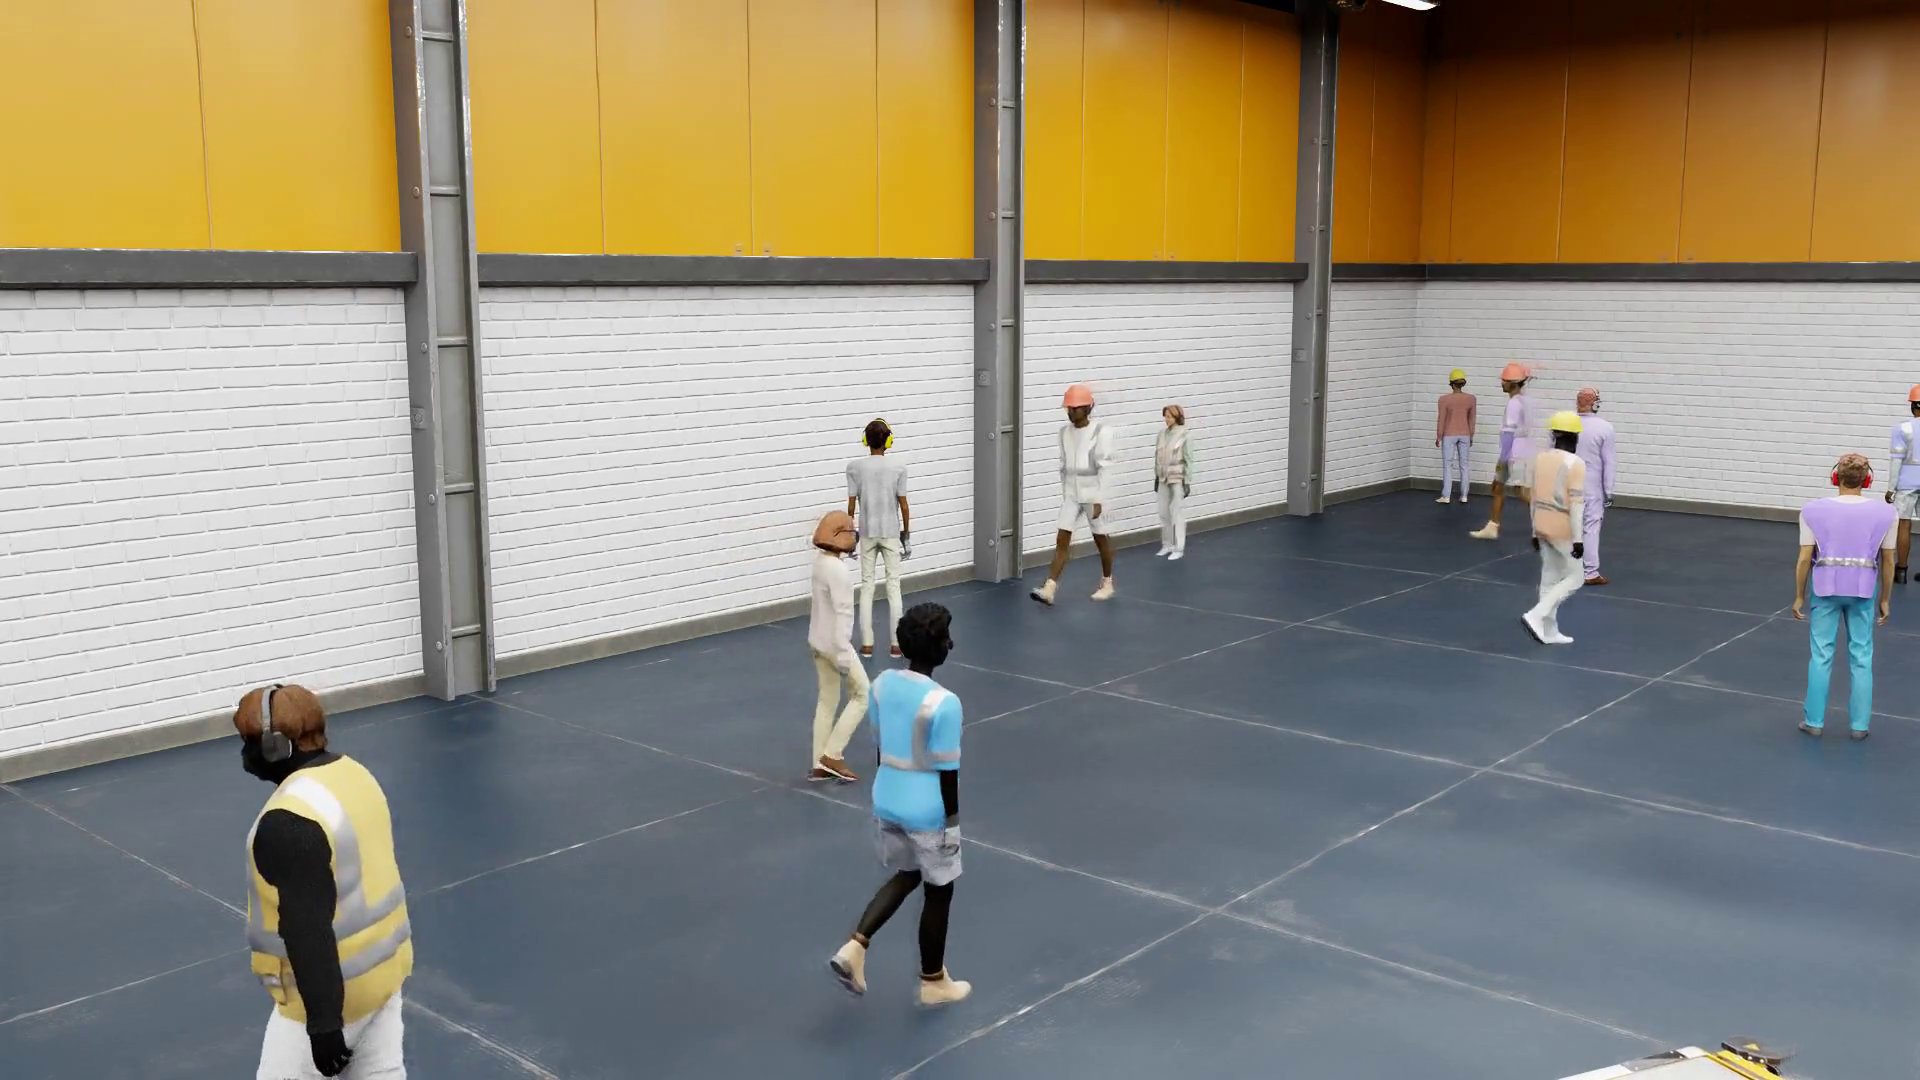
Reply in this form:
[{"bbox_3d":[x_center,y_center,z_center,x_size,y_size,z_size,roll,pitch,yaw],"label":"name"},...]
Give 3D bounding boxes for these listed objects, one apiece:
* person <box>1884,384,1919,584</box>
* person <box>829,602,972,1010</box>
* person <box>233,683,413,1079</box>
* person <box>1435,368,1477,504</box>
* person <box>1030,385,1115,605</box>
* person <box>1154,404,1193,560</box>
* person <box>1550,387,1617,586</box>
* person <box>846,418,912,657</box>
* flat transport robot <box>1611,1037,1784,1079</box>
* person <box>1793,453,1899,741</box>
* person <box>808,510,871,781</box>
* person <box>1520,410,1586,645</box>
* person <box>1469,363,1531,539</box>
[{"bbox_3d":[9.217,-0.538,16.057,0.547,1.938,0.379,1,9,4],"label":"person"},{"bbox_3d":[-0.215,1.084,6.647,0.512,1.683,0.541,-7,12,-39],"label":"person"},{"bbox_3d":[-1.919,1.315,4.870,0.739,1.802,0.666,0,9,1],"label":"person"},{"bbox_3d":[6.451,-1.347,21.666,0.525,1.772,0.309,-1,9,-8],"label":"person"},{"bbox_3d":[1.071,-0.389,14.967,0.633,1.986,1.049,7,12,38],"label":"person"},{"bbox_3d":[2.243,-0.610,17.467,0.314,1.645,0.521,-7,12,-39],"label":"person"},{"bbox_3d":[6.010,-0.518,16.032,0.402,1.906,0.652,-9,13,-44],"label":"person"},{"bbox_3d":[-0.631,-0.014,12.979,0.518,1.874,0.326,1,9,5],"label":"person"},{"bbox_3d":[2.345,1.976,5.492,1.431,0.197,0.652,-4,10,-23],"label":"flat transport robot"},{"bbox_3d":[5.648,0.369,10.649,0.564,1.846,0.390,3,10,20],"label":"person"},{"bbox_3d":[-0.712,0.628,9.732,0.376,1.616,0.521,-4,10,-23],"label":"person"},{"bbox_3d":[4.739,-0.080,13.255,0.491,1.913,0.612,-3,9,-17],"label":"person"},{"bbox_3d":[6.256,-0.964,18.527,0.977,2.014,0.601,4,10,23],"label":"person"}]
